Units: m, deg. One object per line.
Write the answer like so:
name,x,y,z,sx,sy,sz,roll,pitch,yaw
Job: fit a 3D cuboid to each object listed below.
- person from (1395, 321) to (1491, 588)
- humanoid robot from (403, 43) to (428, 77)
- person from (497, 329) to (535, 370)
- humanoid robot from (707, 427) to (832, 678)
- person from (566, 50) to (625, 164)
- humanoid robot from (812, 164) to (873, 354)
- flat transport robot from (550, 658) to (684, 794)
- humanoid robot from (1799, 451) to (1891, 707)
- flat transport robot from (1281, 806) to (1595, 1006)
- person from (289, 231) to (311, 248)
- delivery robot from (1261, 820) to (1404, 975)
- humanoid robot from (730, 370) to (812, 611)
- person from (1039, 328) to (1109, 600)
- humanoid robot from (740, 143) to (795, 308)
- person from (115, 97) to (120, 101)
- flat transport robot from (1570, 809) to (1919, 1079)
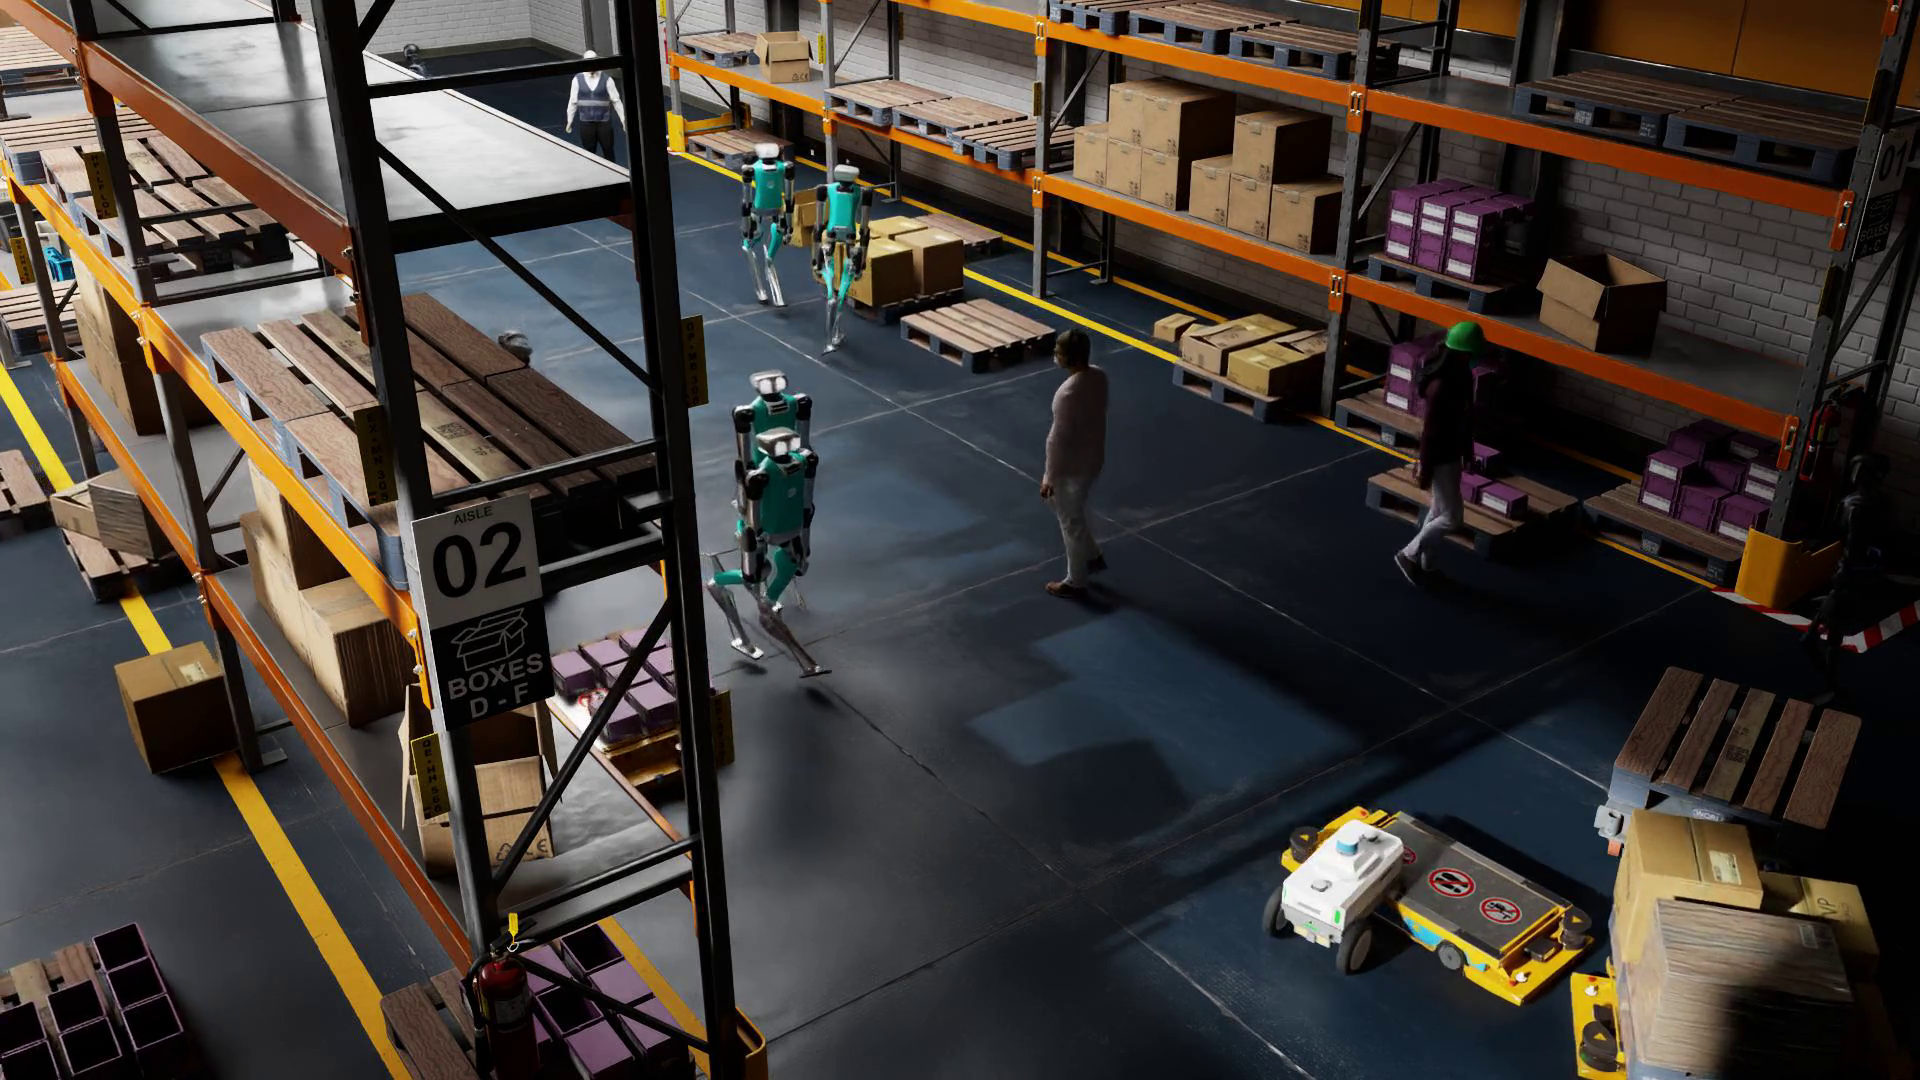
person,3.289,-0.560,11.243,0.479,1.937,0.499,18,32,31
humanoid robot,-6.987,-5.625,21.653,0.785,1.617,0.600,2,27,4
person,-3.007,-0.667,11.598,0.372,1.817,0.712,2,27,4
humanoid robot,-1.232,0.072,10.222,1.044,1.724,0.530,22,34,37
person,-4.518,-5.191,20.661,0.757,1.752,0.452,-2,27,-5
humanoid robot,-1.087,-2.522,15.374,0.596,1.750,0.976,-1,27,-3
flat transport robot,-2.100,1.067,9.865,0.659,0.231,1.431,-18,32,-31
humanoid robot,5.329,0.242,9.938,0.365,1.641,0.608,17,32,31
flat transport robot,2.401,1.788,8.430,0.659,0.231,1.431,-21,34,-36
person,-6.114,-2.485,15.419,0.284,1.628,0.502,2,27,4
delivery robot,1.869,1.725,8.238,0.525,0.594,0.765,21,33,35
humanoid robot,-1.304,-0.302,11.018,0.535,1.851,0.683,-15,31,-28
person,0.738,-0.494,11.138,0.453,1.925,0.633,11,29,20
humanoid robot,-1.944,-3.147,16.591,0.540,1.707,1.014,-9,28,-17
person,-10.434,-5.165,20.368,0.429,1.985,0.610,3,27,5
flat transport robot,3.521,2.268,7.476,1.431,0.231,0.659,7,28,13
